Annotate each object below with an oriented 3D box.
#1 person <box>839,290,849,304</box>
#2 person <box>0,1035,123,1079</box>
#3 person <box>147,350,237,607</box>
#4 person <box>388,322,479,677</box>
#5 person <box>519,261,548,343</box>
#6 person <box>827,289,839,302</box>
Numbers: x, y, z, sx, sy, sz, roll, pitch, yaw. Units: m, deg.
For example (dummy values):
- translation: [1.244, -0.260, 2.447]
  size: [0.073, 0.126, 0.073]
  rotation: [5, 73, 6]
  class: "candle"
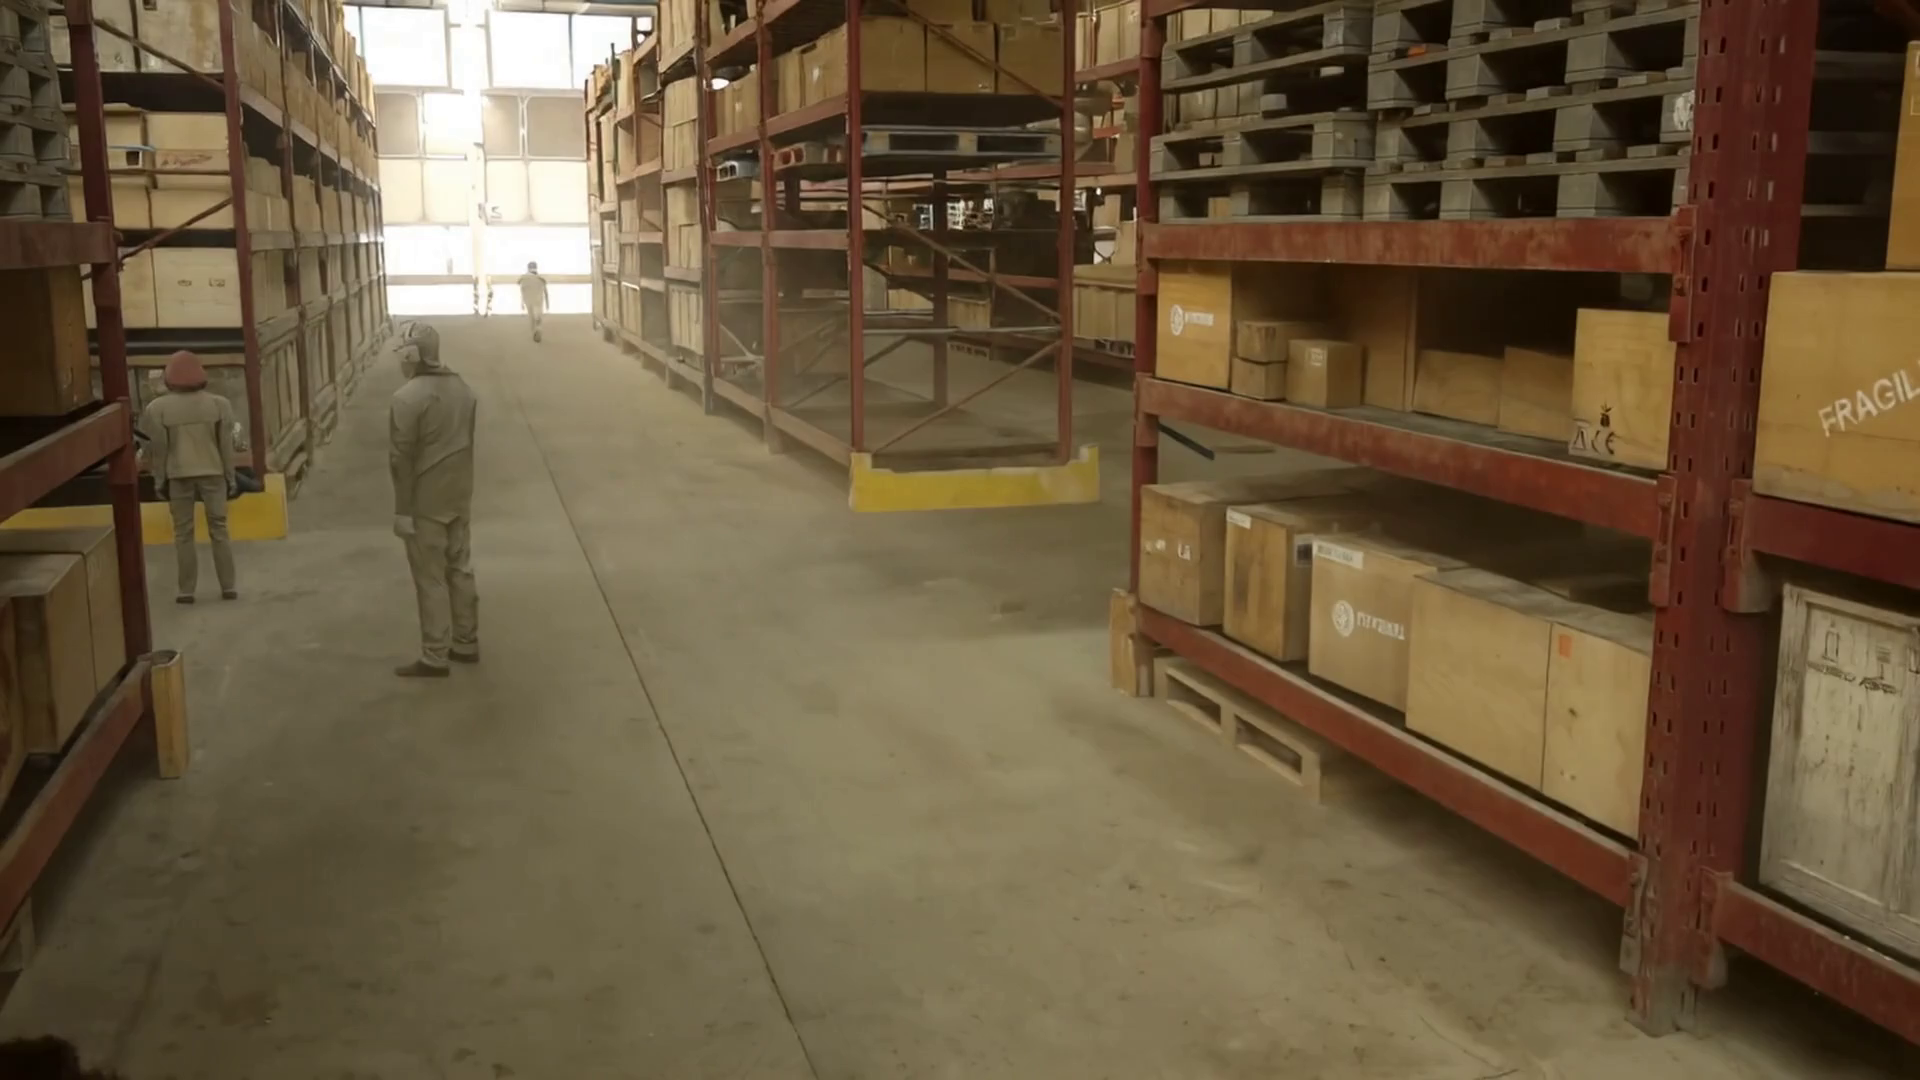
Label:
- translation: [-2.293, -4.843, 34.177]
  size: [0.392, 1.946, 0.616]
  rotation: [4, 11, 20]
  class: "person"
- translation: [-0.828, 1.225, 1.673]
  size: [0.540, 1.676, 0.679]
  rotation: [-2, 11, -13]
  class: "person"
- translation: [-4.876, -0.387, 10.604]
  size: [0.500, 1.636, 0.282]
  rotation: [-7, 12, -32]
  class: "person"
- translation: [-2.856, -0.218, 8.969]
  size: [0.399, 1.900, 0.645]
  rotation: [3, 11, 14]
  class: "person"
- translation: [-9.457, -5.277, 36.905]
  size: [0.622, 1.816, 0.433]
  rotation: [-1, 10, -6]
  class: "person"
- translation: [-3.308, -6.382, 43.591]
  size: [0.872, 1.578, 0.613]
  rotation: [-6, 12, -32]
  class: "person"
